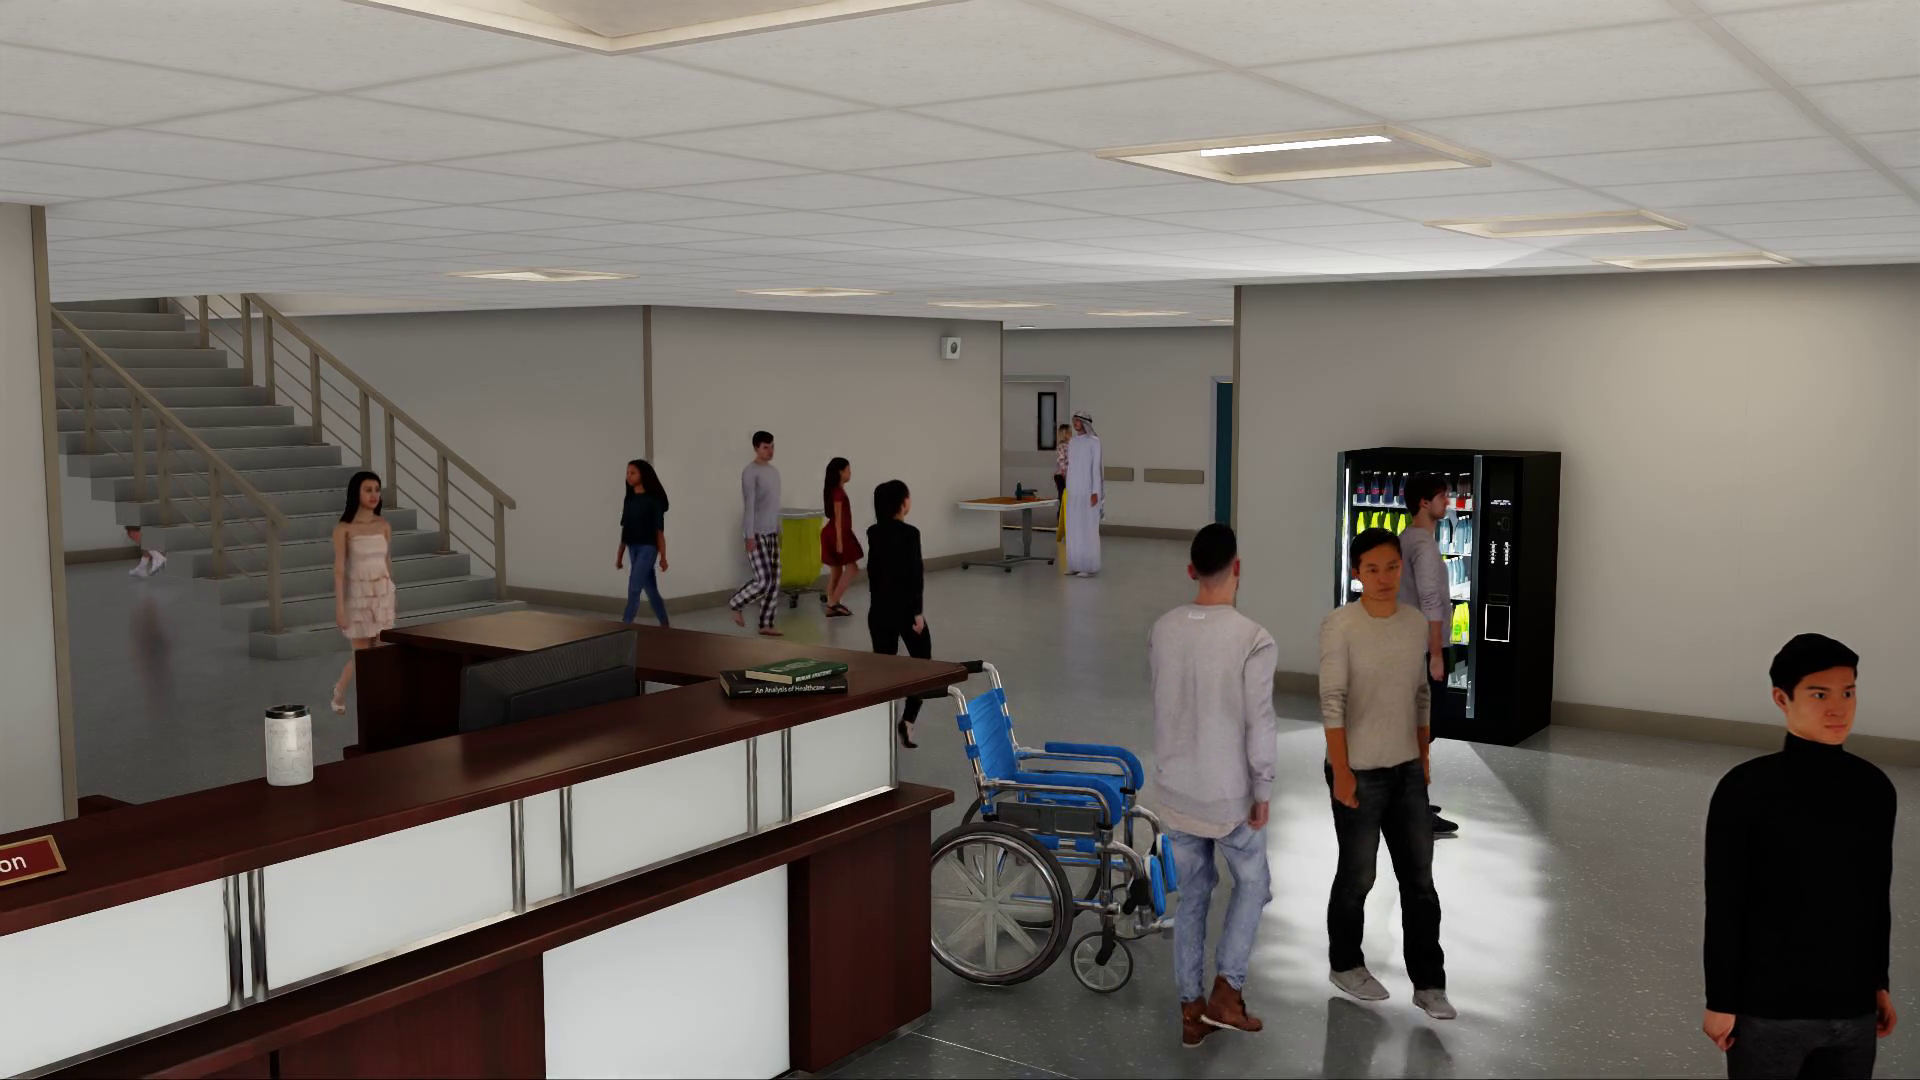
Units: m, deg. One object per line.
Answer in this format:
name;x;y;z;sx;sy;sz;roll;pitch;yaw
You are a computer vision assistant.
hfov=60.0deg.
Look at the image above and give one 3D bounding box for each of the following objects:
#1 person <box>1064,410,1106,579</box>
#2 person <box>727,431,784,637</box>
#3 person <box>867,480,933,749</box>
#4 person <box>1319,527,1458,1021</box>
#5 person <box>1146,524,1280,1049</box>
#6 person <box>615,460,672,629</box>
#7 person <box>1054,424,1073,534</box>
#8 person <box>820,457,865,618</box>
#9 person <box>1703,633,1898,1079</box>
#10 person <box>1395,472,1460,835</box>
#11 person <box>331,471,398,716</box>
person;1.439;-0.537;19.190;0.790;1.922;0.661;-5;8;-41
person;-1.845;-0.051;14.831;0.785;1.827;0.667;3;7;29
person;-0.434;0.517;10.048;0.508;1.654;0.667;4;7;33
person;1.482;0.841;6.199;0.935;1.780;1.013;-3;6;-25
person;0.820;0.865;5.738;0.525;1.825;0.731;4;7;38
person;-2.662;0.128;14.309;1.021;1.576;0.705;5;7;38
person;1.428;-0.846;23.803;0.610;1.613;0.636;2;6;21
person;-1.237;-0.006;15.898;0.762;1.523;0.702;-1;6;-12
person;2.068;1.082;4.089;0.707;1.722;0.772;-1;6;-9
person;2.391;0.563;8.648;0.736;1.843;0.737;0;6;3
person;-3.809;0.432;10.541;0.822;1.725;0.606;5;7;38
